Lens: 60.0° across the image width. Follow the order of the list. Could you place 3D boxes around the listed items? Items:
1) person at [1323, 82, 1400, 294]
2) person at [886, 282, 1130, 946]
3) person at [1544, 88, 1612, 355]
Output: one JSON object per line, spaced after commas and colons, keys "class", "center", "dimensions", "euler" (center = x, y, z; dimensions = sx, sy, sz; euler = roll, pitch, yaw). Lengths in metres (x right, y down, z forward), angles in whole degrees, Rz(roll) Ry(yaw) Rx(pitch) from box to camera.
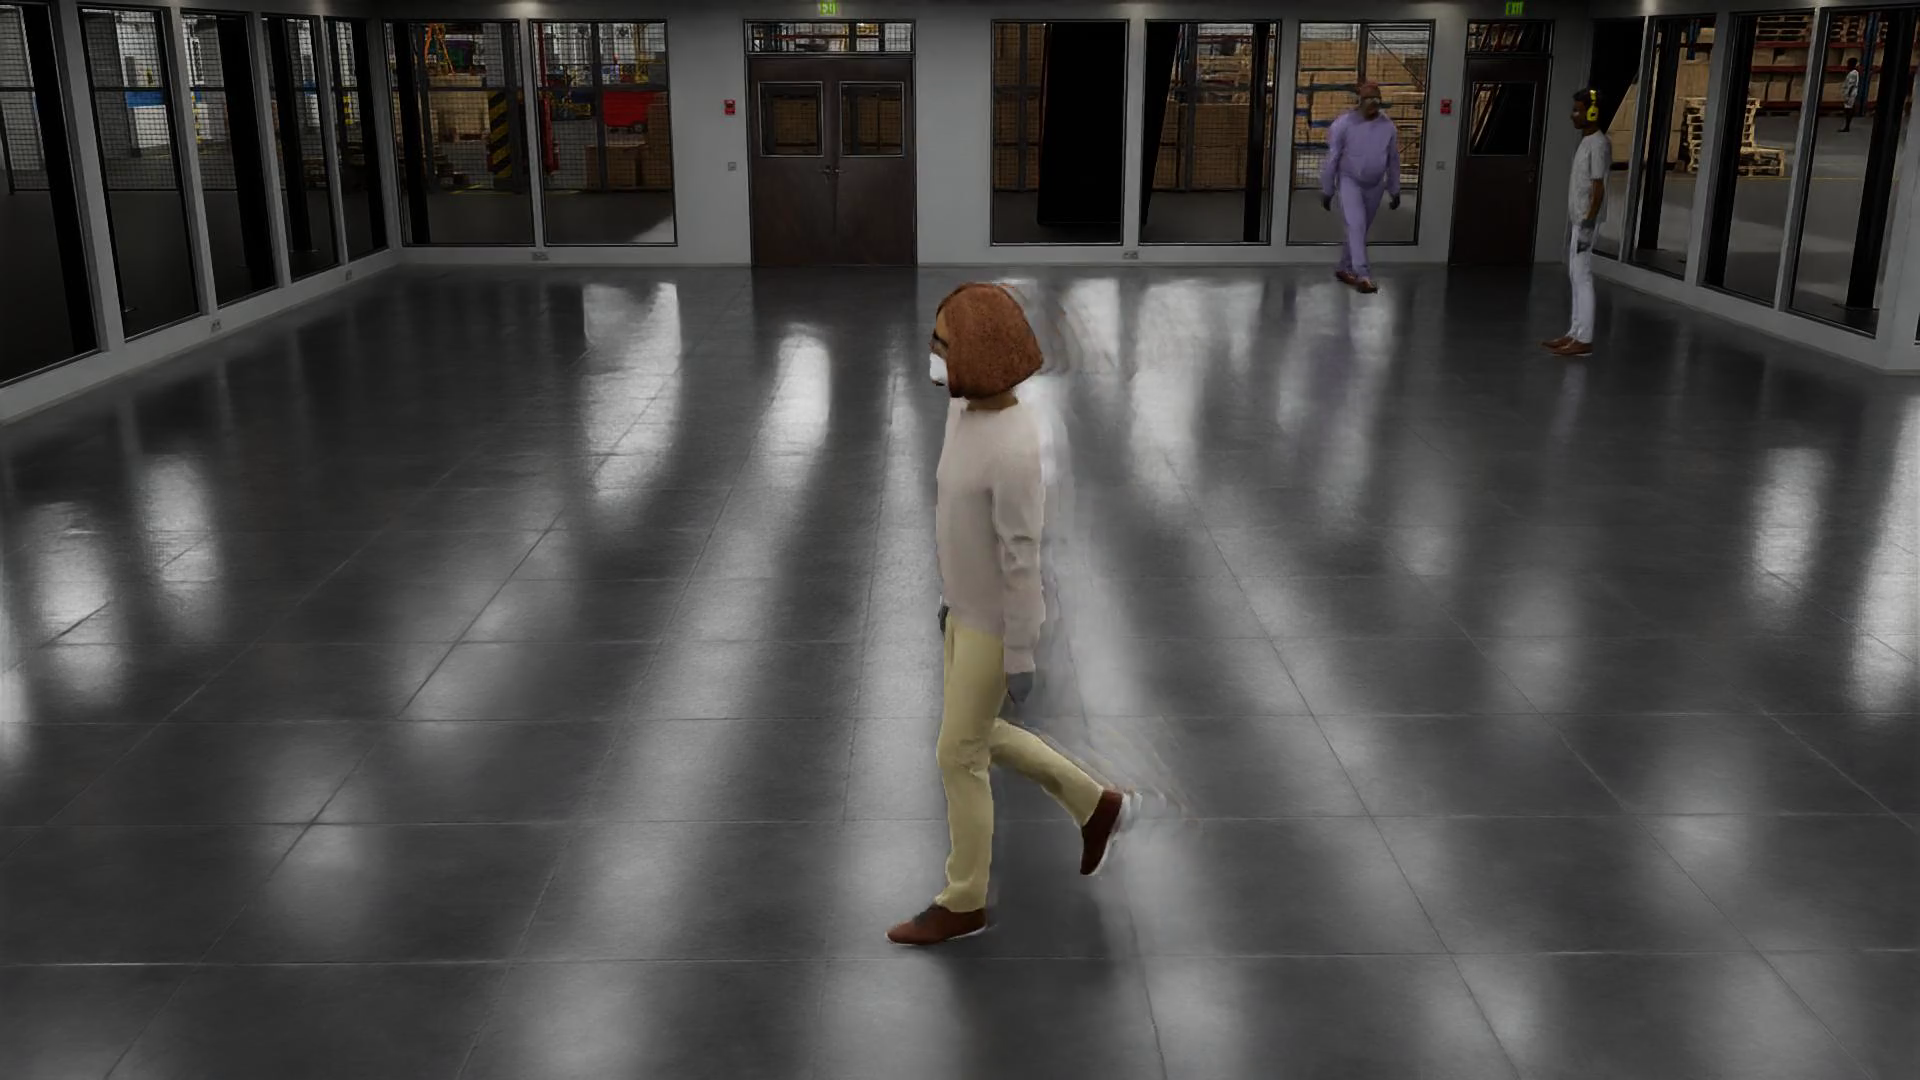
{"class": "person", "center": [3.648, -3.203, 15.106], "dimensions": [0.661, 1.855, 1.033], "euler": [-4, 17, -14]}
{"class": "person", "center": [0.120, 0.185, 3.976], "dimensions": [0.585, 1.616, 0.510], "euler": [-3, 17, -11]}
{"class": "person", "center": [4.420, -2.244, 11.817], "dimensions": [0.310, 1.864, 0.534], "euler": [3, 17, 12]}
